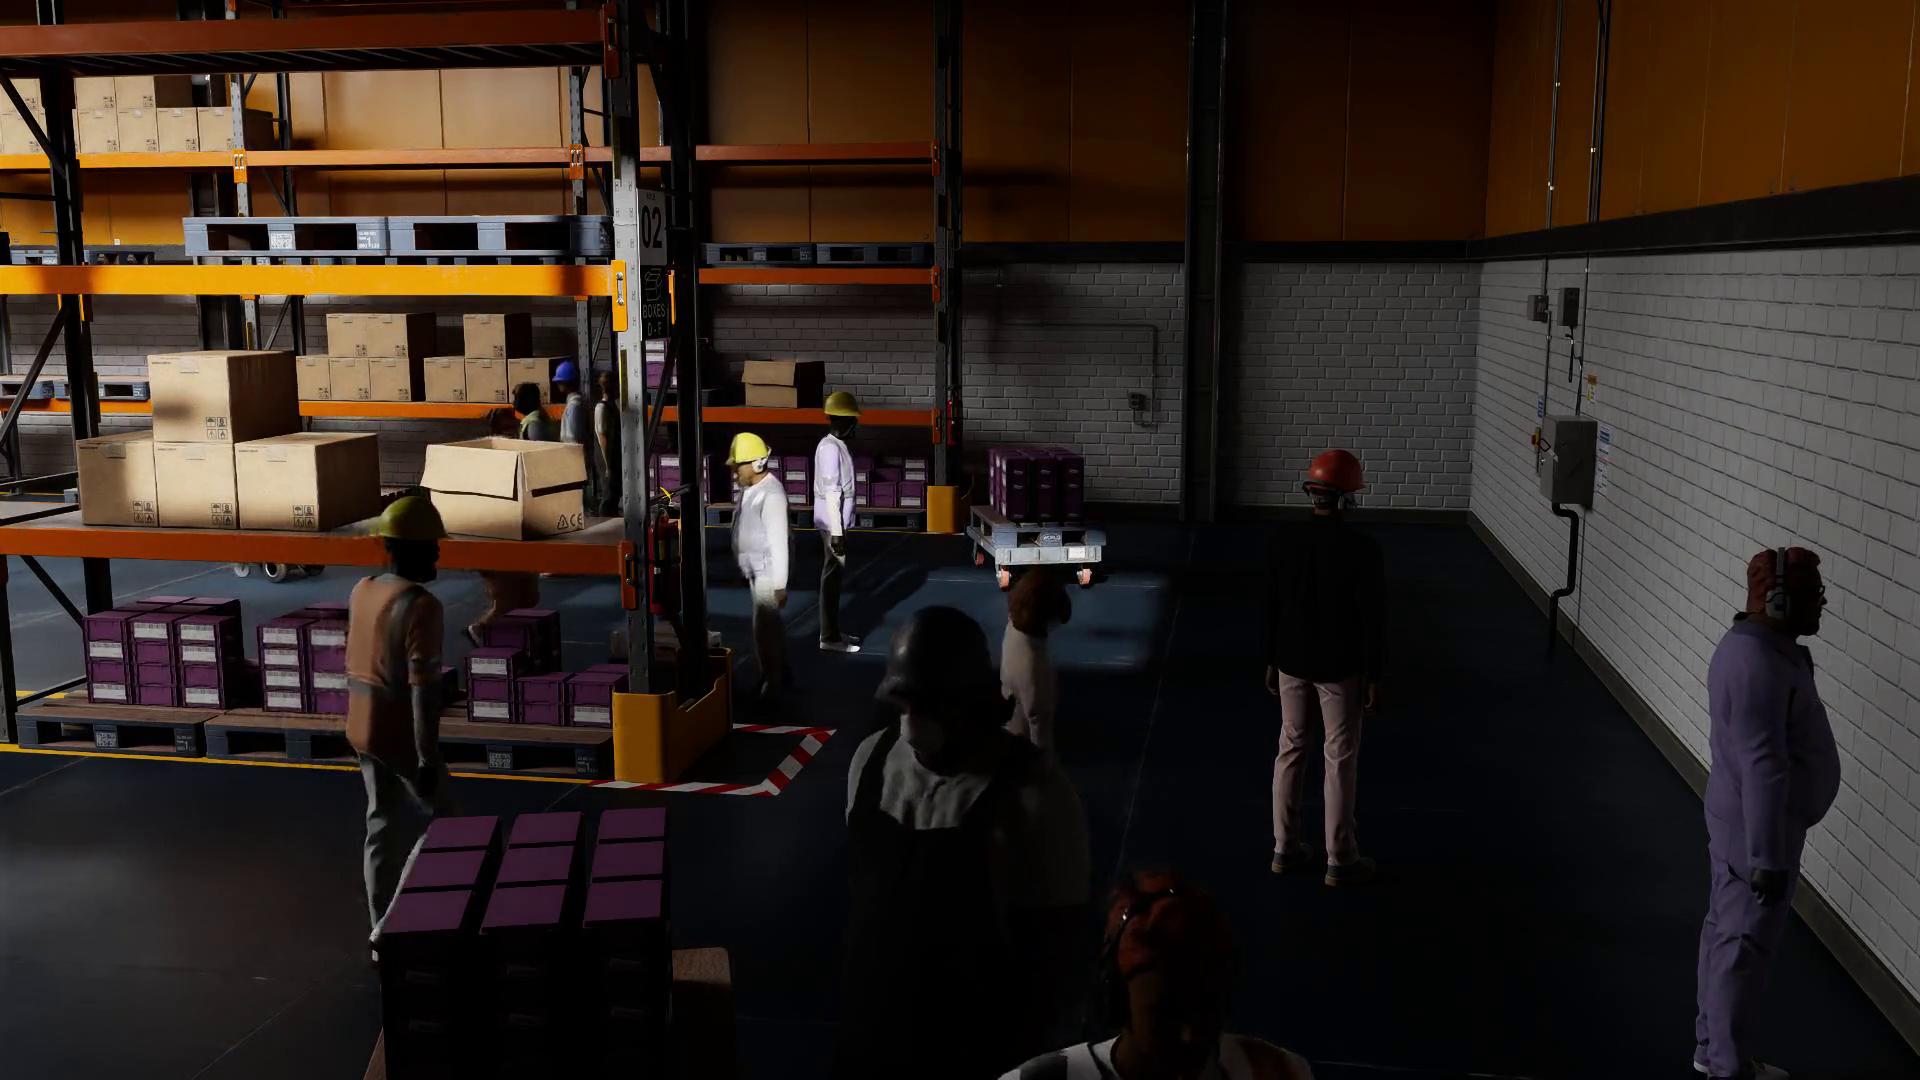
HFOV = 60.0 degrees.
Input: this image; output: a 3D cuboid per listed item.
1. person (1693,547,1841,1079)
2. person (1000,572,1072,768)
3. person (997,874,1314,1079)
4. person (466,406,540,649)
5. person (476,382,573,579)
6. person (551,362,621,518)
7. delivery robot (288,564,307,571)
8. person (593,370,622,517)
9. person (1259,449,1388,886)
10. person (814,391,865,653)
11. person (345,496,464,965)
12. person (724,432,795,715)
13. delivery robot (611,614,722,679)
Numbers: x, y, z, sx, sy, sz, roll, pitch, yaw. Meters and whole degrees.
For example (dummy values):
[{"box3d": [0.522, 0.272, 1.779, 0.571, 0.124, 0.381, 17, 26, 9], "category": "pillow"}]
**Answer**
[{"box3d": [2.669, 0.965, 5.509, 0.407, 1.910, 0.639, 3, 10, 19], "category": "person"}, {"box3d": [0.283, 0.898, 6.900, 0.336, 1.596, 0.589, -1, 9, -9], "category": "person"}, {"box3d": [0.349, 1.460, 2.608, 0.598, 1.852, 0.849, -3, 9, -15], "category": "person"}, {"box3d": [-3.159, 0.023, 11.387, 0.582, 1.894, 0.655, 3, 10, 19], "category": "person"}, {"box3d": [-3.950, -0.512, 14.985, 0.881, 1.808, 0.631, -1, 9, -7], "category": "person"}, {"box3d": [-3.694, -0.802, 16.437, 0.642, 1.925, 0.608, -1, 9, -6], "category": "person"}, {"box3d": [-6.265, 0.030, 15.205, 0.707, 0.478, 0.477, 5, 10, 27], "category": "delivery robot"}, {"box3d": [-3.386, -0.729, 16.214, 0.345, 1.846, 0.508, 0, 9, -2], "category": "person"}, {"box3d": [1.680, 0.577, 7.647, 0.622, 1.992, 0.397, 8, 12, 41], "category": "person"}, {"box3d": [-0.887, -0.138, 12.292, 0.382, 1.924, 0.594, 0, 9, -2], "category": "person"}, {"box3d": [-2.220, 0.776, 6.689, 0.602, 1.907, 0.457, 7, 11, 36], "category": "person"}, {"box3d": [-1.263, 0.195, 10.723, 0.520, 1.785, 0.738, -3, 10, -21], "category": "person"}, {"box3d": [-1.940, 0.707, 11.005, 0.707, 0.478, 0.477, 4, 10, 21], "category": "delivery robot"}]
